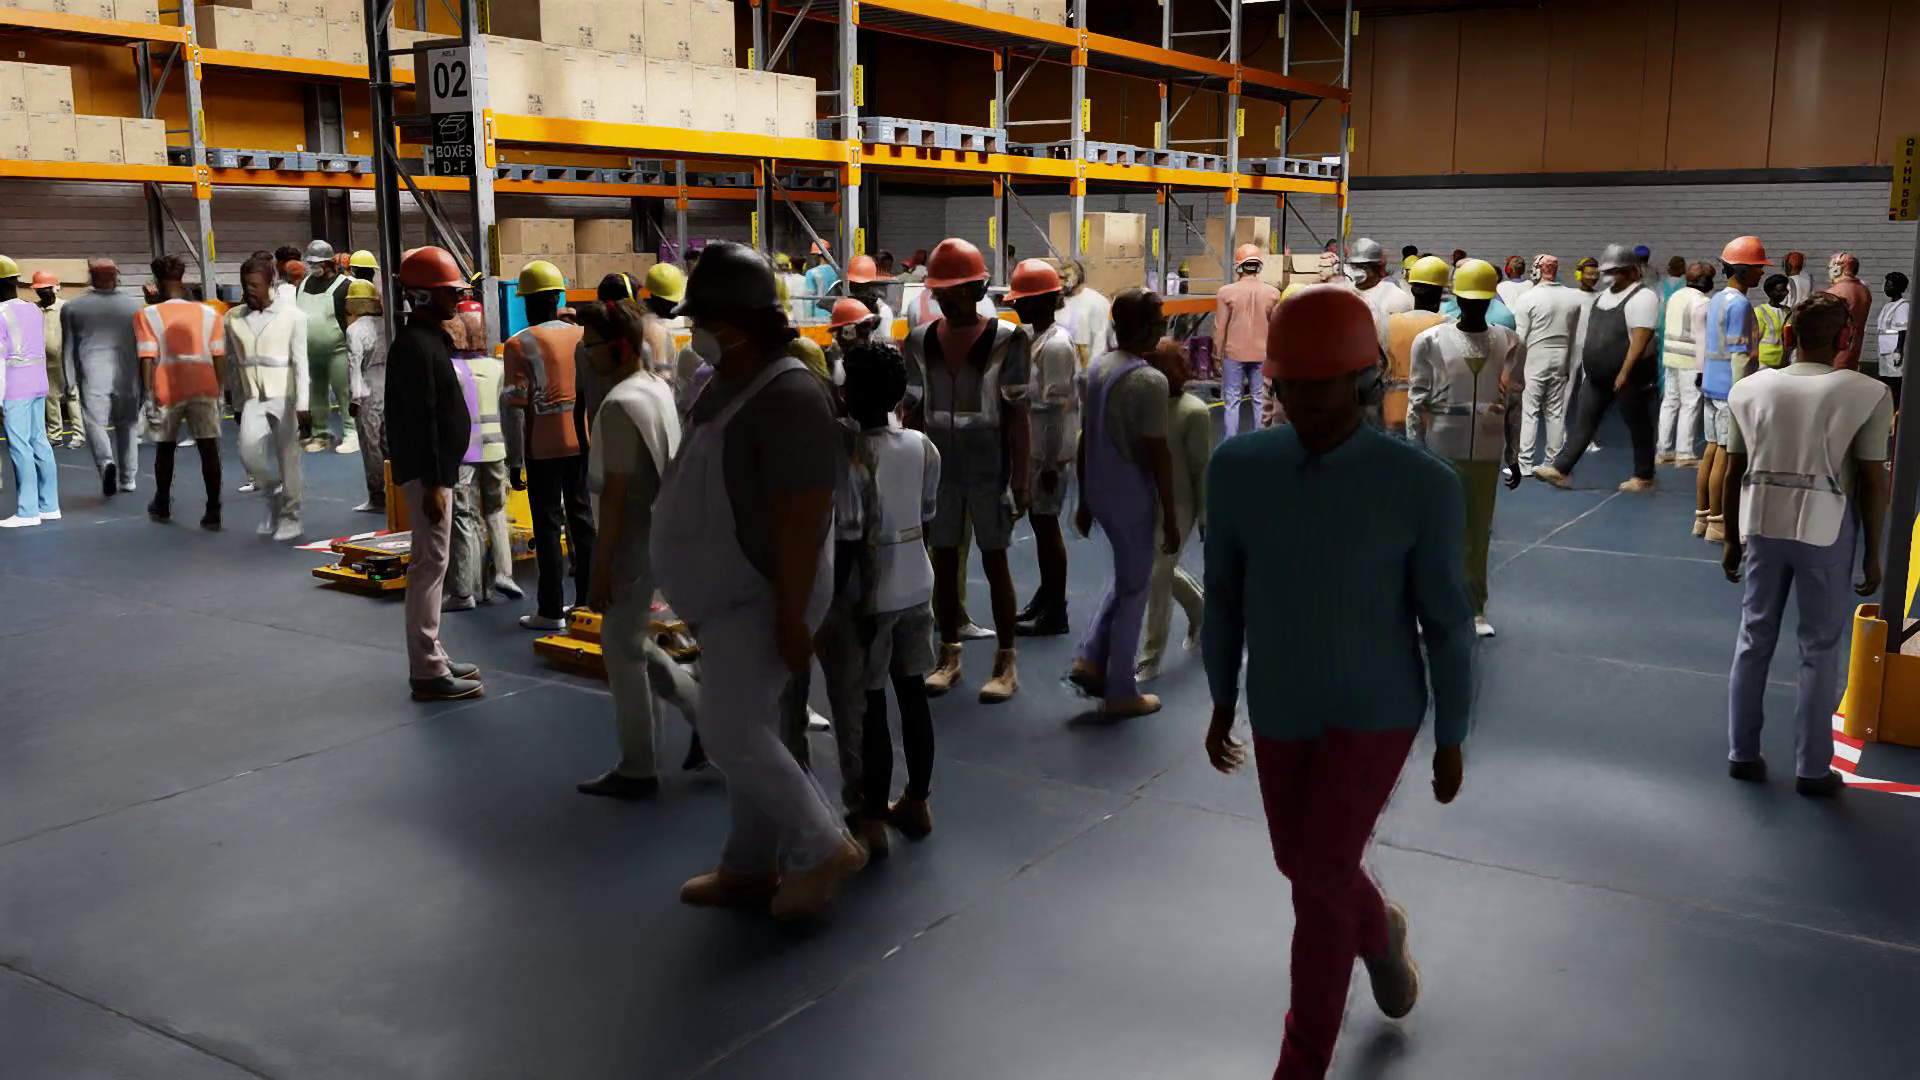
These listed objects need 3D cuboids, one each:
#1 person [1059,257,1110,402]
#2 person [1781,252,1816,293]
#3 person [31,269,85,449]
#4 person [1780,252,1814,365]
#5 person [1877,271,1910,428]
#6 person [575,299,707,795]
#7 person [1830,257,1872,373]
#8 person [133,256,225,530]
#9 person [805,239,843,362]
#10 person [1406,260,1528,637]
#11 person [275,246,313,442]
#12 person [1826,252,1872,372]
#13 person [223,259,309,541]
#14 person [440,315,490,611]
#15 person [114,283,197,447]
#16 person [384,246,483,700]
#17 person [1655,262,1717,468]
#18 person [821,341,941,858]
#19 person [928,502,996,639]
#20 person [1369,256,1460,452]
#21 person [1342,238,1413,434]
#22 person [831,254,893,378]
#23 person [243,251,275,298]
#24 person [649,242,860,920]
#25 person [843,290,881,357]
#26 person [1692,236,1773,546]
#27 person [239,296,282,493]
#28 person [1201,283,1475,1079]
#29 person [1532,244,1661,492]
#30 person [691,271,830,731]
[{"bbox_3d":[0.963,-1.441,14.102,0.631,1.873,1.066,7,12,33],"label":"person"},{"bbox_3d":[11.669,-3.080,23.225,0.606,1.840,0.684,-5,11,-25],"label":"person"},{"bbox_3d":[-8.798,-1.749,16.147,0.567,1.744,0.356,1,10,7],"label":"person"},{"bbox_3d":[9.981,-2.513,20.017,0.584,1.879,0.369,-5,12,-28],"label":"person"},{"bbox_3d":[9.933,-2.004,17.712,0.319,1.691,0.536,1,10,8],"label":"person"},{"bbox_3d":[-1.141,0.044,6.017,0.471,1.818,0.571,0,10,0],"label":"person"},{"bbox_3d":[10.496,-2.429,19.674,0.566,1.838,0.386,-3,11,-18],"label":"person"},{"bbox_3d":[-5.514,-1.048,11.806,0.610,1.905,0.955,-8,13,-38],"label":"person"},{"bbox_3d":[-1.773,-2.892,21.687,0.607,2.034,0.410,-9,13,-40],"label":"person"},{"bbox_3d":[2.574,-0.454,8.468,0.594,1.922,0.385,0,10,2],"label":"person"},{"bbox_3d":[-6.671,-1.960,16.694,0.361,1.965,0.613,0,10,2],"label":"person"},{"bbox_3d":[8.244,-1.741,15.658,0.652,1.904,0.403,-7,12,-35],"label":"person"},{"bbox_3d":[-4.645,-0.937,11.220,0.611,1.900,0.444,1,10,5],"label":"person"},{"bbox_3d":[-2.764,-0.428,9.142,0.312,1.631,0.523,0,10,1],"label":"person"},{"bbox_3d":[-7.802,-1.678,16.123,0.831,1.598,0.529,-10,14,-43],"label":"person"},{"bbox_3d":[-2.331,-0.295,7.391,0.397,1.992,0.621,-3,11,-16],"label":"person"},{"bbox_3d":[6.514,-1.556,14.857,0.433,1.833,0.625,-1,10,-8],"label":"person"},{"bbox_3d":[-0.272,0.195,5.499,0.321,1.697,0.530,7,13,35],"label":"person"},{"bbox_3d":[-0.015,-0.313,8.491,0.279,1.634,0.499,-5,11,-24],"label":"person"},{"bbox_3d":[2.715,-0.702,9.836,0.593,1.924,0.384,7,13,35],"label":"person"},{"bbox_3d":[3.075,-1.289,12.773,0.680,2.000,0.536,9,14,41],"label":"person"},{"bbox_3d":[-0.763,-1.247,12.887,0.588,1.914,0.520,7,13,35],"label":"person"},{"bbox_3d":[-7.429,-2.113,17.705,0.386,1.911,0.592,-8,13,-37],"label":"person"},{"bbox_3d":[-0.644,0.129,4.914,0.537,2.000,0.694,-4,11,-21],"label":"person"},{"bbox_3d":[-0.651,-0.790,10.958,0.322,1.696,0.536,-1,10,-7],"label":"person"},{"bbox_3d":[5.150,-0.986,11.090,0.370,2.044,0.608,2,10,9],"label":"person"},{"bbox_3d":[-5.602,-1.190,13.353,0.507,1.632,0.272,2,10,9],"label":"person"},{"bbox_3d":[0.915,0.363,3.916,0.634,1.944,0.927,8,13,37],"label":"person"},{"bbox_3d":[5.175,-1.383,13.294,1.038,2.000,0.706,-4,11,-21],"label":"person"},{"bbox_3d":[-0.792,-0.131,6.726,0.591,1.912,0.397,-10,14,-42],"label":"person"}]
